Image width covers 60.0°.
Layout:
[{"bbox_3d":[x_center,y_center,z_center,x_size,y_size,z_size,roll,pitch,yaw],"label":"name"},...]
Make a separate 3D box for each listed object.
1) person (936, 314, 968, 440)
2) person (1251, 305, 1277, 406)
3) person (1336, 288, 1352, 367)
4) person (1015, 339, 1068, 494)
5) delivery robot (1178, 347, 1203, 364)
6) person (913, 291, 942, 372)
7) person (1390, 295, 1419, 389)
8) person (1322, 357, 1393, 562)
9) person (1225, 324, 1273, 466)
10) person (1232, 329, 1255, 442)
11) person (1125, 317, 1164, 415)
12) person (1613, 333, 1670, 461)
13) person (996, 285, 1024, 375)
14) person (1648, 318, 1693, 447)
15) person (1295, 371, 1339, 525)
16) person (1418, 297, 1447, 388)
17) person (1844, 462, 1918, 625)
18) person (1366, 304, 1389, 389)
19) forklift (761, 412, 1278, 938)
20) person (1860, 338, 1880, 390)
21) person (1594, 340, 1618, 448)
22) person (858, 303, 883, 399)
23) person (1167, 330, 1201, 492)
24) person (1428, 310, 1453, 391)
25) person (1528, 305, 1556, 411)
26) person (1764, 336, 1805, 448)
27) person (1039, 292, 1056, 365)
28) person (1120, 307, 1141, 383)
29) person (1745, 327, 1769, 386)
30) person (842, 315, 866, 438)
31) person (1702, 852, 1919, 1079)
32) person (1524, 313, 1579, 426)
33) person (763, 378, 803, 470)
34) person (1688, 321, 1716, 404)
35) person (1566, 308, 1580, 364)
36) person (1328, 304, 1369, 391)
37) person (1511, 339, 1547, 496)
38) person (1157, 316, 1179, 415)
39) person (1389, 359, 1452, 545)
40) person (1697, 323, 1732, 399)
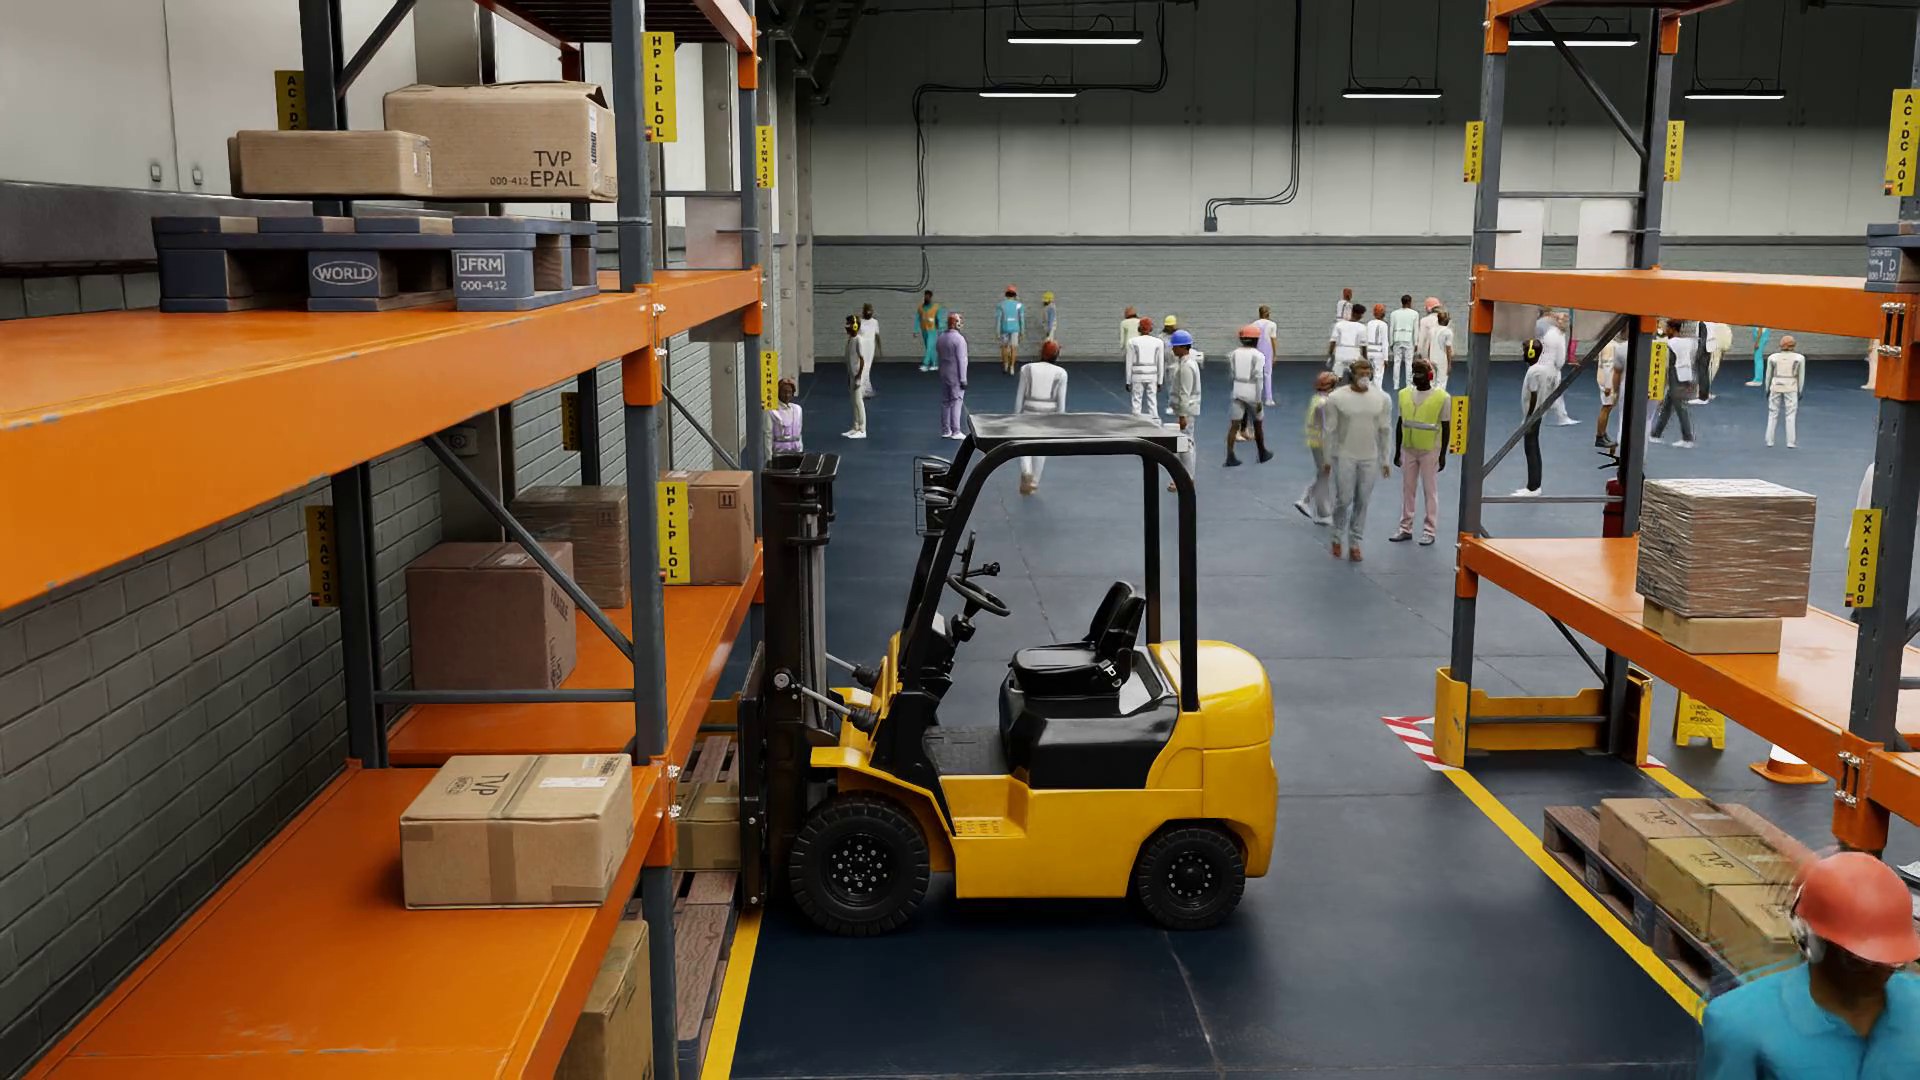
[{"bbox_3d":[-0.084,-2.472,25.241,0.402,1.900,0.641,-6,12,-32],"label":"person"},{"bbox_3d":[5.533,-3.361,30.346,0.507,1.840,0.343,6,12,29],"label":"person"},{"bbox_3d":[9.202,-5.075,39.799,0.373,1.879,0.586,-3,11,-15],"label":"person"},{"bbox_3d":[0.942,-1.424,19.505,0.631,1.853,0.649,1,10,7],"label":"person"},{"bbox_3d":[5.331,-4.257,38.651,0.707,0.478,0.477,-9,14,-41],"label":"delivery robot"},{"bbox_3d":[-0.731,-4.827,38.456,0.597,1.867,1.023,6,12,30],"label":"person"},{"bbox_3d":[9.004,-4.005,33.727,0.587,1.915,0.394,6,12,32],"label":"person"},{"bbox_3d":[3.708,-0.742,15.519,0.627,1.923,0.453,-1,10,-3],"label":"person"},{"bbox_3d":[3.870,-1.941,22.314,0.565,1.883,0.983,9,14,42],"label":"person"},{"bbox_3d":[4.285,-2.333,25.020,0.319,1.696,0.532,9,14,41],"label":"person"},{"bbox_3d":[2.745,-2.372,24.747,0.578,1.877,0.361,-1,10,-8],"label":"person"},{"bbox_3d":[9.181,-2.040,22.425,0.700,2.000,0.702,4,11,24],"label":"person"},{"bbox_3d":[1.132,-4.742,37.550,0.631,2.011,0.837,0,10,-1],"label":"person"},{"bbox_3d":[10.409,-2.320,24.436,0.625,1.866,0.952,-9,14,-42],"label":"person"},{"bbox_3d":[3.819,-0.978,17.644,0.360,1.629,0.577,0,10,0],"label":"person"},{"bbox_3d":[8.682,-3.474,30.604,0.647,1.982,0.436,-4,11,-19],"label":"person"},{"bbox_3d":[6.085,0.124,10.978,0.417,1.828,0.561,2,10,12],"label":"person"},{"bbox_3d":[7.436,-3.259,29.650,0.342,1.883,0.587,-4,11,-22],"label":"person"},{"bbox_3d":[0.291,0.548,7.580,2.313,2.155,1.214,0,10,-2],"label":"forklift"},{"bbox_3d":[18.627,-3.965,33.739,0.520,1.834,0.363,-5,12,-28],"label":"person"},{"bbox_3d":[9.479,-2.302,24.215,0.383,1.926,0.550,5,11,25],"label":"person"},{"bbox_3d":[-1.727,-3.598,31.734,0.531,1.803,0.899,-7,12,-33],"label":"person"},{"bbox_3d":[2.680,-1.544,19.957,0.417,1.939,0.609,2,10,11],"label":"person"},{"bbox_3d":[8.141,-2.978,28.228,0.344,1.838,0.506,-6,12,-30],"label":"person"},{"bbox_3d":[10.291,-3.224,29.362,0.656,1.935,0.376,-6,12,-32],"label":"person"},{"bbox_3d":[11.978,-2.149,24.188,0.521,1.632,0.314,7,13,36],"label":"person"},{"bbox_3d":[2.103,-5.107,40.244,0.406,1.793,0.724,-1,10,-8],"label":"person"},{"bbox_3d":[3.662,-4.154,35.402,0.561,1.600,0.656,-1,10,-4],"label":"person"},{"bbox_3d":[16.593,-4.112,34.556,0.358,1.835,0.512,6,12,29],"label":"person"},{"bbox_3d":[-1.613,-2.488,25.391,0.327,1.874,0.521,-4,11,-19],"label":"person"},{"bbox_3d":[1.919,1.484,3.715,0.573,1.712,0.884,-1,10,-5],"label":"person"},{"bbox_3d":[9.590,-2.741,26.918,0.834,1.847,0.671,6,12,30],"label":"person"},{"bbox_3d":[-1.765,-0.800,16.643,0.312,1.638,0.512,8,13,39],"label":"person"},{"bbox_3d":[13.750,-3.470,30.737,0.373,1.915,0.596,7,12,35],"label":"person"},{"bbox_3d":[15.083,-5.279,40.636,0.408,1.986,0.621,1,10,8],"label":"person"},{"bbox_3d":[6.744,-3.144,28.905,0.671,1.923,0.667,5,11,26],"label":"person"},{"bbox_3d":[6.688,-1.422,19.471,0.309,1.864,0.534,6,12,30],"label":"person"},{"bbox_3d":[3.587,-2.992,28.677,0.494,1.702,0.887,5,11,27],"label":"person"},{"bbox_3d":[4.578,-0.876,16.479,0.384,1.845,0.565,-10,14,-43],"label":"person"},{"bbox_3d":[14.377,-3.692,31.628,0.552,2.000,0.725,7,13,35],"label":"person"}]
